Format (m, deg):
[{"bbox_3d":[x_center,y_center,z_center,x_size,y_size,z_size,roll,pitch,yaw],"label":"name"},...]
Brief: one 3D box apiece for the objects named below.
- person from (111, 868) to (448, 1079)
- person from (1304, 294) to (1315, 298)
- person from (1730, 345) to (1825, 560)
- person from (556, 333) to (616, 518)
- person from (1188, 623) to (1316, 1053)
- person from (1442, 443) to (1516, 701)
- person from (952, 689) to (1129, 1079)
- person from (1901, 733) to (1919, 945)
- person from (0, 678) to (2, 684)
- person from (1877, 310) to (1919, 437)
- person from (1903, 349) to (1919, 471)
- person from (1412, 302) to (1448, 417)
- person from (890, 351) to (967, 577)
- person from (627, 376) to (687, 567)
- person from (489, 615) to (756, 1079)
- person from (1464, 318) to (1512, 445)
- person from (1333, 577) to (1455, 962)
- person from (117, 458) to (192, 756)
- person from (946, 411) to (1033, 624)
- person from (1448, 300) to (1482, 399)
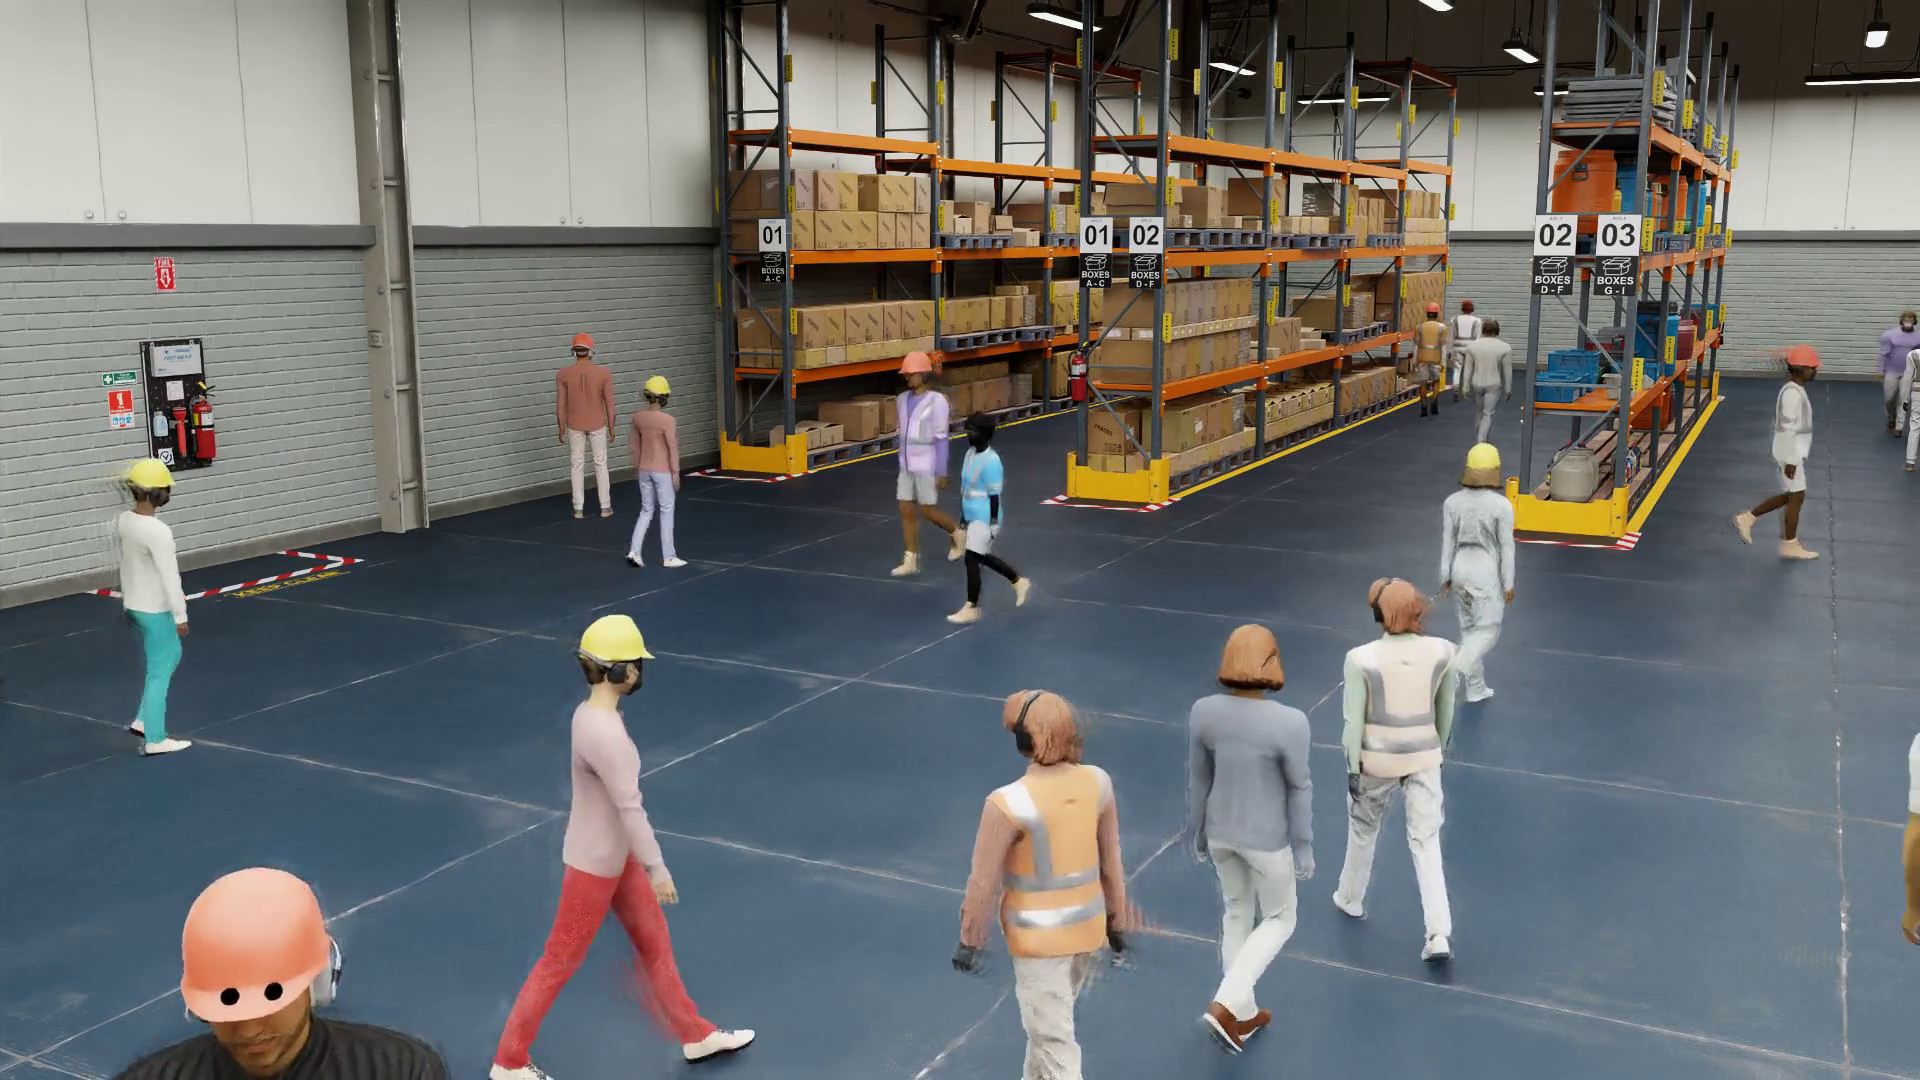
[{"bbox_3d":[-1.215,1.514,3.024,0.613,1.976,0.476,-2,11,-11],"label":"person"},{"bbox_3d":[6.647,-3.725,31.723,0.580,1.919,0.530,7,13,34],"label":"person"},{"bbox_3d":[7.737,-0.824,15.634,0.709,2.025,0.612,6,12,28],"label":"person"},{"bbox_3d":[-4.028,-1.233,17.940,0.618,1.990,0.394,-2,11,-12],"label":"person"},{"bbox_3d":[1.048,1.115,6.151,0.511,1.615,0.461,9,14,41],"label":"person"},{"bbox_3d":[3.275,0.238,10.637,0.716,1.720,0.490,-8,13,-38],"label":"person"},{"bbox_3d":[0.232,1.267,5.364,0.531,1.603,0.767,-9,14,-40],"label":"person"},{"bbox_3d":[3.290,1.180,5.314,0.542,1.794,0.849,2,11,12],"label":"person"},{"bbox_3d":[-6.412,0.222,10.281,0.545,1.900,0.961,5,11,25],"label":"person"},{"bbox_3d":[14.293,-2.535,25.237,0.640,1.927,0.668,6,12,30],"label":"person"},{"bbox_3d":[12.463,-1.816,21.419,0.574,1.884,0.356,5,12,27],"label":"person"},{"bbox_3d":[7.889,-3.030,27.948,0.552,1.921,0.615,3,11,17],"label":"person"},{"bbox_3d":[-0.301,-0.691,14.916,0.757,2.024,0.611,-10,14,-43],"label":"person"},{"bbox_3d":[-2.803,-0.603,15.170,0.530,1.761,0.559,7,12,33],"label":"person"},{"bbox_3d":[-1.252,1.118,5.900,0.958,1.711,0.528,-2,11,-12],"label":"person"},{"bbox_3d":[7.255,-2.102,22.941,0.634,1.909,0.969,6,12,31],"label":"person"},{"bbox_3d":[1.881,0.956,7.083,0.520,1.596,0.854,-1,10,-4],"label":"person"},{"bbox_3d":[-4.681,0.393,9.714,0.559,1.750,0.379,9,14,40],"label":"person"},{"bbox_3d":[0.239,-0.192,13.103,0.731,1.674,0.531,-3,11,-17],"label":"person"},{"bbox_3d":[9.286,-3.493,30.631,0.587,1.862,0.741,4,11,23],"label":"person"}]
